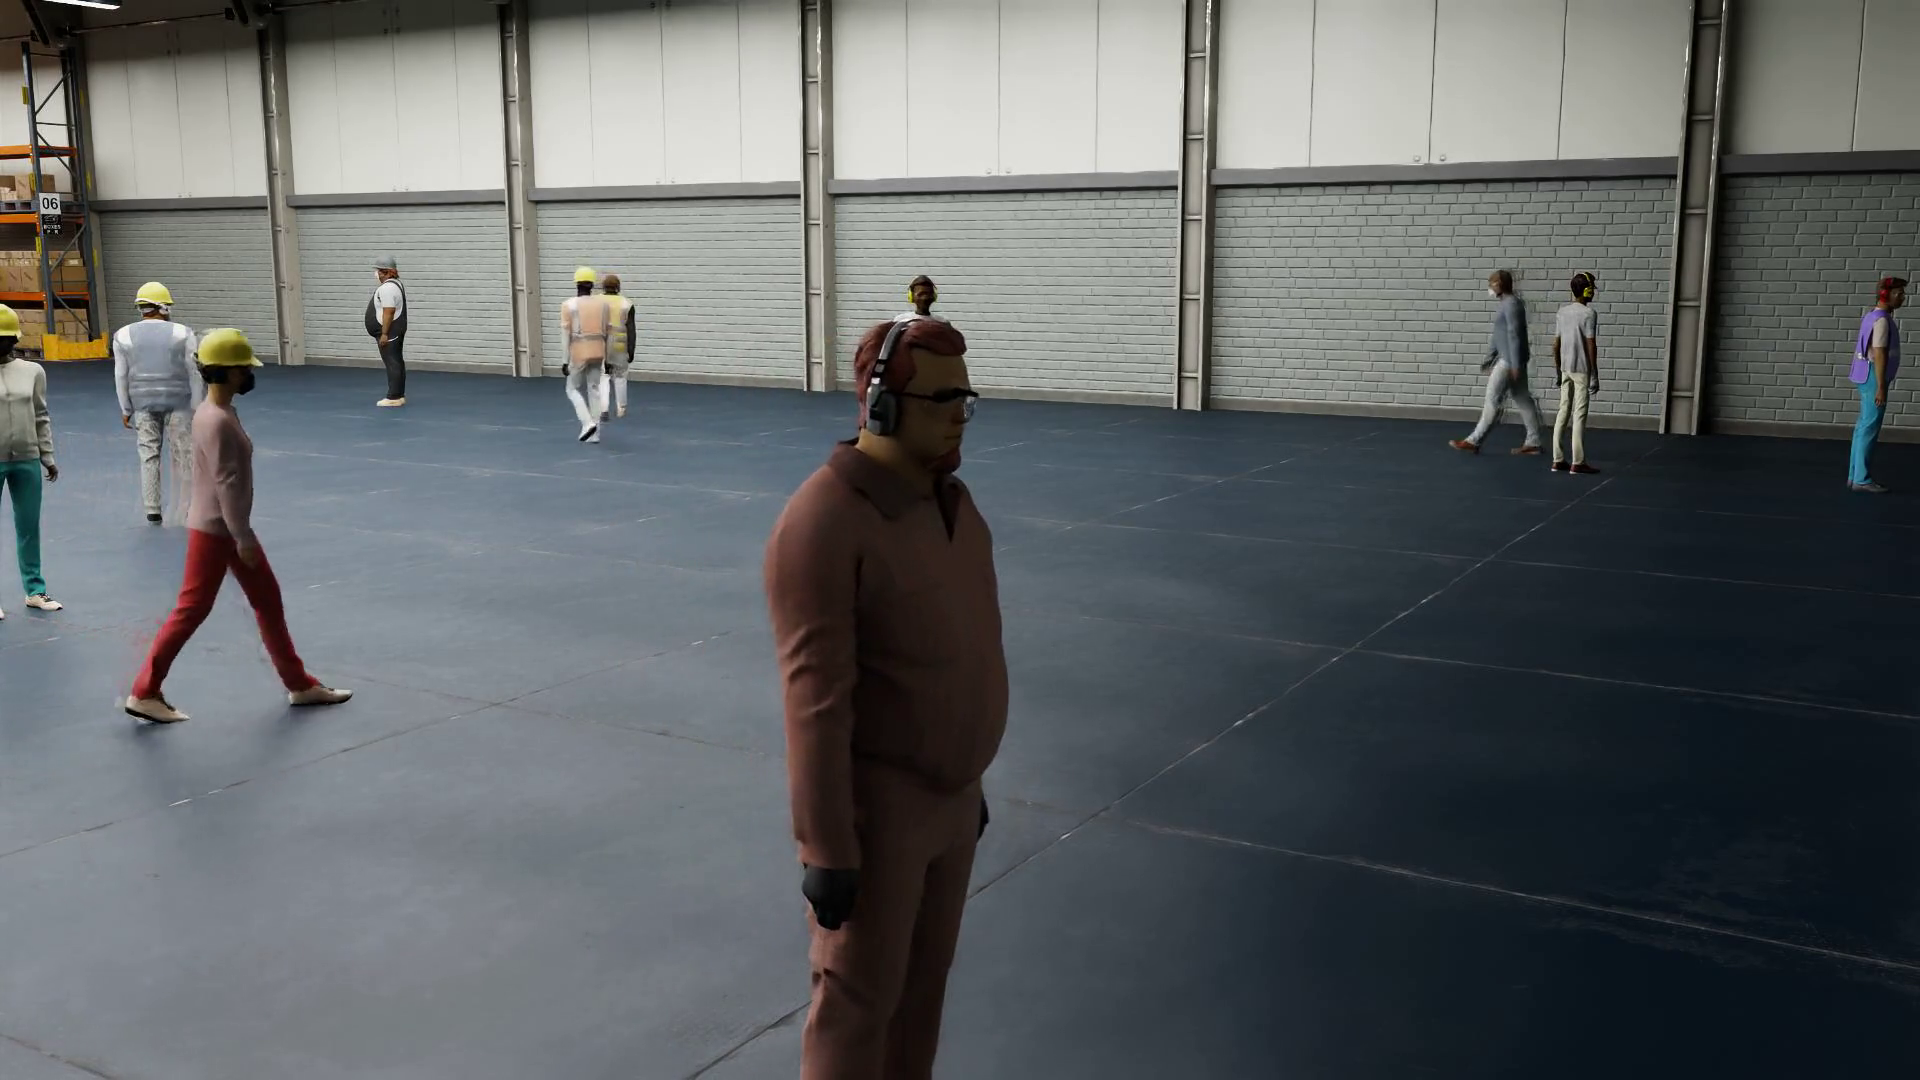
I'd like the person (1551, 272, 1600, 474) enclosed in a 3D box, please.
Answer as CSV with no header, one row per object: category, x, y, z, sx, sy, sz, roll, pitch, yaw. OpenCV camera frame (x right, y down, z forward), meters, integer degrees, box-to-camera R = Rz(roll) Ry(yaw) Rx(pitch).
person,5.766,-1.553,15.527,0.328,1.874,0.521,-4,11,-24

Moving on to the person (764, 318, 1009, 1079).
person,-0.103,0.519,3.301,0.403,1.904,0.652,5,11,26

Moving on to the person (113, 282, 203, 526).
person,-6.010,-1.019,12.524,0.592,1.829,0.404,-2,10,-14

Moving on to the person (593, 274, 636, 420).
person,-4.336,-2.393,20.657,0.625,1.807,0.912,-2,10,-10

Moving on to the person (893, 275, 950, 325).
person,-0.311,-1.236,13.681,0.533,1.868,0.310,-3,10,-16

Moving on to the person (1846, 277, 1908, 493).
person,7.866,-1.332,14.317,0.373,1.840,0.572,4,10,21

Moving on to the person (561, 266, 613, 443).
person,-4.036,-1.988,17.959,0.606,1.908,0.420,-7,12,-37

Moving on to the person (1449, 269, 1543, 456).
person,5.499,-1.786,16.850,0.950,1.878,0.668,3,10,19

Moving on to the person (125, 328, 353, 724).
person,-3.225,-0.059,7.241,0.916,1.720,0.540,-3,10,-17

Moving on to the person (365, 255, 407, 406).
person,-7.772,-2.833,22.525,0.538,2.000,0.684,-1,10,-6

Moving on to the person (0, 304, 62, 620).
person,-5.349,-0.440,9.343,0.322,1.761,0.522,7,12,35
